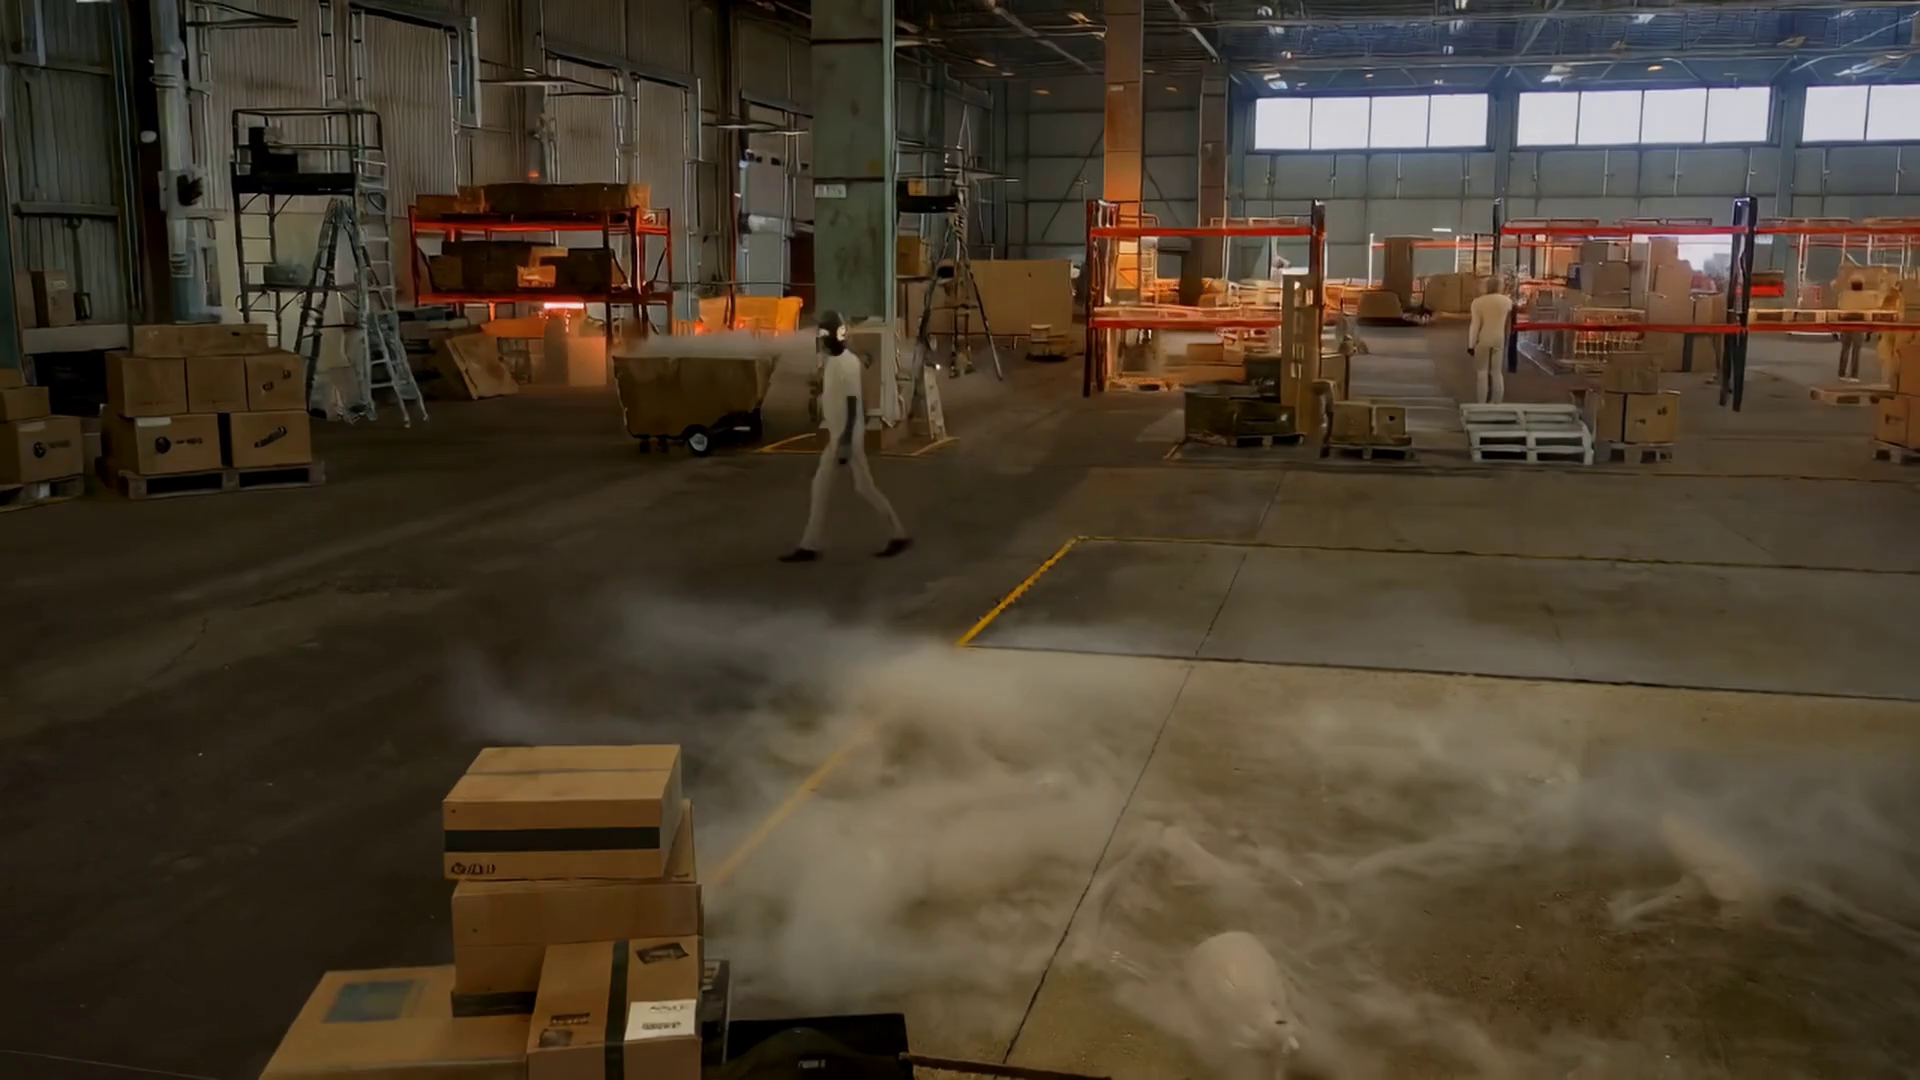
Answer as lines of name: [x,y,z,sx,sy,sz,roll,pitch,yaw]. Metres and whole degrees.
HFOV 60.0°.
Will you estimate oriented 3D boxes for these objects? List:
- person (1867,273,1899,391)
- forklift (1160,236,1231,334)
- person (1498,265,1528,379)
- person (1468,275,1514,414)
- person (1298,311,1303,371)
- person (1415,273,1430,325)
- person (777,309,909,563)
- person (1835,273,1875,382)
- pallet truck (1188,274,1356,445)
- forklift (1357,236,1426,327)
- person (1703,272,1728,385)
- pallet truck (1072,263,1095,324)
person: [15.102,-3.384,27.143,0.368,1.932,0.622,6,11,30]
forklift: [6.655,-7.180,46.680,1.873,2.768,1.129,2,10,14]
person: [9.759,-3.898,29.822,0.535,2.000,0.688,-9,13,-41]
person: [7.280,-2.668,22.885,0.630,1.940,0.372,-2,10,-12]
person: [6.674,-4.097,31.890,0.319,1.739,0.484,7,12,34]
person: [15.028,-7.842,54.090,0.530,1.689,0.321,-3,10,-16]
person: [-0.795,-0.739,11.898,0.982,1.824,0.536,-5,11,-25]
person: [15.765,-3.745,29.320,0.592,1.906,0.633,6,11,30]
pallet truck: [3.653,-2.138,19.590,1.885,1.965,0.823,-4,10,-20]
forklift: [13.506,-8.075,51.951,1.873,2.768,1.129,-2,10,-14]
person: [13.044,-3.625,28.562,0.368,1.932,0.623,0,10,2]
pallet truck: [4.325,-8.180,55.162,0.823,1.965,1.885,6,11,31]
